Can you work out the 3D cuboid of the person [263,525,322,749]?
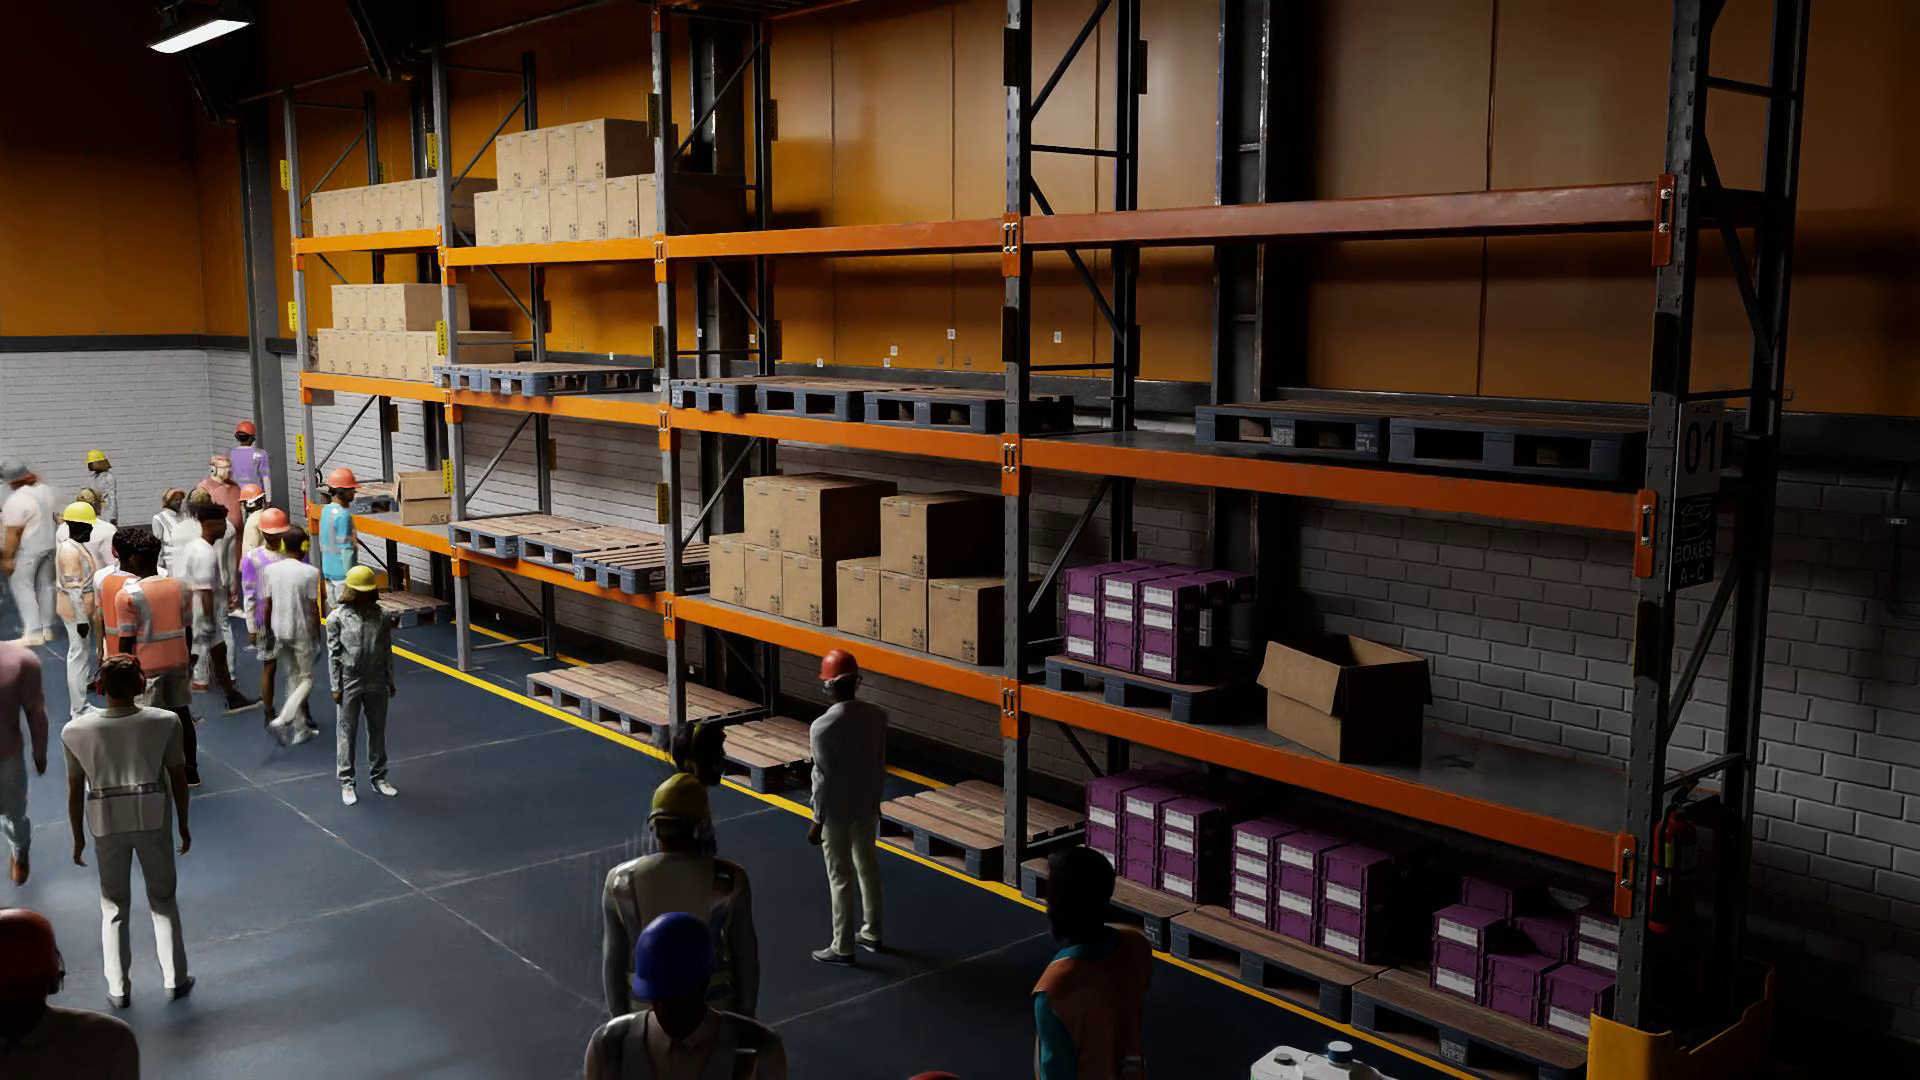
[{"bbox_3d":[-5.458,0.797,13.515,0.547,1.841,0.664,2,8,13],"label":"person"}]

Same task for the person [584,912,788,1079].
[{"bbox_3d":[-0.789,1.996,4.792,0.613,1.945,0.406,0,8,1],"label":"person"}]

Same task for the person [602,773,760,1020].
[{"bbox_3d":[-1.080,1.814,6.499,0.601,1.818,0.403,0,8,-2],"label":"person"}]

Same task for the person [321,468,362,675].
[{"bbox_3d":[-5.971,0.318,16.129,0.397,2.043,0.609,-6,10,-36],"label":"person"}]

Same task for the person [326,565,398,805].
[{"bbox_3d":[-4.354,1.042,12.143,0.485,1.741,0.302,-8,11,-43],"label":"person"}]

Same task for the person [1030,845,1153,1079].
[{"bbox_3d":[0.412,1.923,5.398,0.391,1.921,0.593,5,10,33],"label":"person"}]

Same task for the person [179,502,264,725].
[{"bbox_3d":[-6.518,0.630,14.437,0.831,1.920,0.616,-4,9,-27],"label":"person"}]

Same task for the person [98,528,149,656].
[{"bbox_3d":[-6.191,0.879,12.492,0.615,1.964,0.361,6,10,35],"label":"person"}]

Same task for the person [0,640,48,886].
[{"bbox_3d":[-5.799,1.273,9.937,0.640,1.924,0.569,-4,9,-25],"label":"person"}]

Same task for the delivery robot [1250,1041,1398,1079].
[{"bbox_3d":[1.576,2.335,6.929,0.707,0.478,0.477,7,10,38],"label":"delivery robot"}]

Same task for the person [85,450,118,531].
[{"bbox_3d":[-11.138,-0.312,21.591,0.489,1.731,0.321,4,9,28],"label":"person"}]

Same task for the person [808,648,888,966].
[{"bbox_3d":[-0.640,1.462,9.183,0.339,1.748,0.565,7,11,39],"label":"person"}]

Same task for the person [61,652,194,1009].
[{"bbox_3d":[-4.280,1.501,8.582,0.563,1.847,0.394,-3,9,-21],"label":"person"}]

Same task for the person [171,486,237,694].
[{"bbox_3d":[-7.035,0.465,15.524,0.368,1.932,0.623,5,10,30],"label":"person"}]

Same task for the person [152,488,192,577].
[{"bbox_3d":[-8.494,0.248,18.010,0.310,1.638,0.522,3,9,22],"label":"person"}]

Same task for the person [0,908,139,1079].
[{"bbox_3d":[-2.629,1.991,4.713,0.620,1.986,0.410,-3,9,-22],"label":"person"}]

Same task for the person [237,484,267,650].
[{"bbox_3d":[-7.365,0.280,17.441,0.348,1.740,0.574,-1,8,-5],"label":"person"}]

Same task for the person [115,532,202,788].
[{"bbox_3d":[-5.928,0.917,12.274,0.385,1.957,0.603,4,9,27],"label":"person"}]

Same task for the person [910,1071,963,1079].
[{"bbox_3d":[-0.018,2.178,4.251,0.391,1.737,0.577,-6,10,-37],"label":"person"}]

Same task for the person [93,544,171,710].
[{"bbox_3d":[-6.548,0.835,13.209,0.570,1.844,0.379,-2,9,-16],"label":"person"}]

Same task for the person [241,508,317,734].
[{"bbox_3d":[-5.743,0.678,14.049,0.551,1.923,0.390,-7,10,-38],"label":"person"}]

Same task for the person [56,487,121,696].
[{"bbox_3d":[-8.025,0.476,15.389,0.629,1.940,0.376,2,8,14],"label":"person"}]

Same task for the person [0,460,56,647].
[{"bbox_3d":[-9.913,0.103,17.626,0.534,2.000,0.777,1,8,5],"label":"person"}]

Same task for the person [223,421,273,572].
[{"bbox_3d":[-9.555,-0.580,22.367,0.610,2.043,0.375,-1,8,-5],"label":"person"}]

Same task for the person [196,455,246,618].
[{"bbox_3d":[-8.374,-0.018,18.927,0.410,1.912,0.641,3,9,20],"label":"person"}]

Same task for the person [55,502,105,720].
[{"bbox_3d":[-7.612,0.625,14.418,0.383,1.920,0.585,-4,9,-25],"label":"person"}]
